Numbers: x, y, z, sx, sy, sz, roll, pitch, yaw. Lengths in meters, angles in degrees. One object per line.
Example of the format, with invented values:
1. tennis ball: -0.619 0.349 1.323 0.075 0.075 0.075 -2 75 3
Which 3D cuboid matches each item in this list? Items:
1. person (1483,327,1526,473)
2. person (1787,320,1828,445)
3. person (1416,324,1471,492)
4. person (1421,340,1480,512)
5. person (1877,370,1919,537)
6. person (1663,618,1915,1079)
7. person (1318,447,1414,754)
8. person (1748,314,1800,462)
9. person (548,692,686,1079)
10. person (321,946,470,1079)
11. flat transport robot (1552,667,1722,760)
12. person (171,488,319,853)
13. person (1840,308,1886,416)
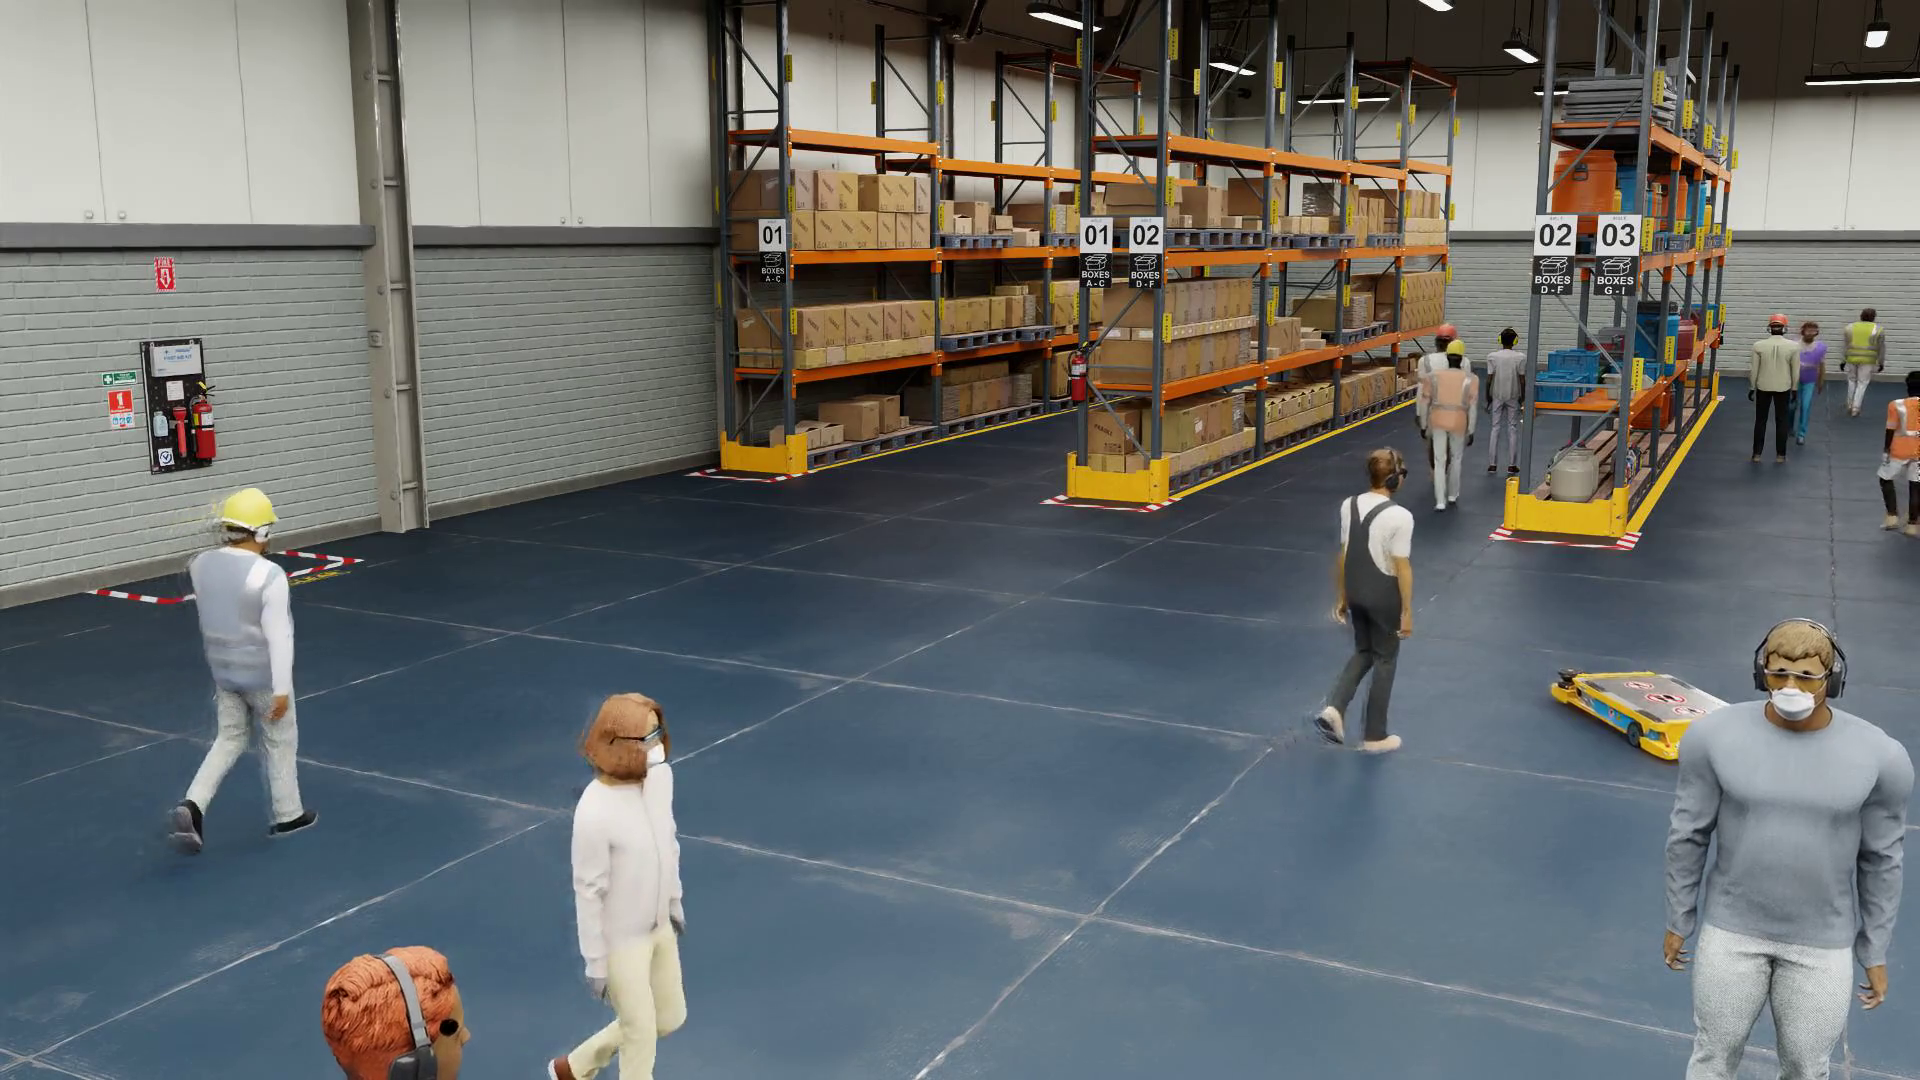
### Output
1. person: 6.978 -1.787 21.298 0.521 1.873 0.328 4 11 23
2. person: 12.321 -2.320 24.353 0.607 1.814 0.633 4 11 20
3. person: 5.738 -1.563 19.760 0.627 1.997 1.054 3 11 18
4. person: 5.445 -1.279 18.513 0.606 1.874 0.986 3 11 18
5. person: 9.586 -0.874 16.824 0.559 1.676 0.471 1 10 4
6. person: 2.430 1.175 4.959 0.635 1.937 0.354 5 12 26
7. person: 2.384 0.368 9.658 0.482 1.827 0.530 -7 13 -34
8. person: 10.932 -2.038 22.354 0.611 1.985 0.393 5 12 25
9. person: -1.091 1.260 5.352 0.546 1.617 0.517 4 11 19
10. person: -0.937 1.595 2.821 0.578 1.882 0.346 8 13 36
11. flat transport robot: 4.282 1.044 10.227 0.652 0.197 1.431 -1 10 -7
12. person: -3.536 0.649 8.182 0.605 1.813 0.723 4 11 21
13. person: 15.282 -3.006 28.102 0.823 1.811 0.646 -10 14 -43
